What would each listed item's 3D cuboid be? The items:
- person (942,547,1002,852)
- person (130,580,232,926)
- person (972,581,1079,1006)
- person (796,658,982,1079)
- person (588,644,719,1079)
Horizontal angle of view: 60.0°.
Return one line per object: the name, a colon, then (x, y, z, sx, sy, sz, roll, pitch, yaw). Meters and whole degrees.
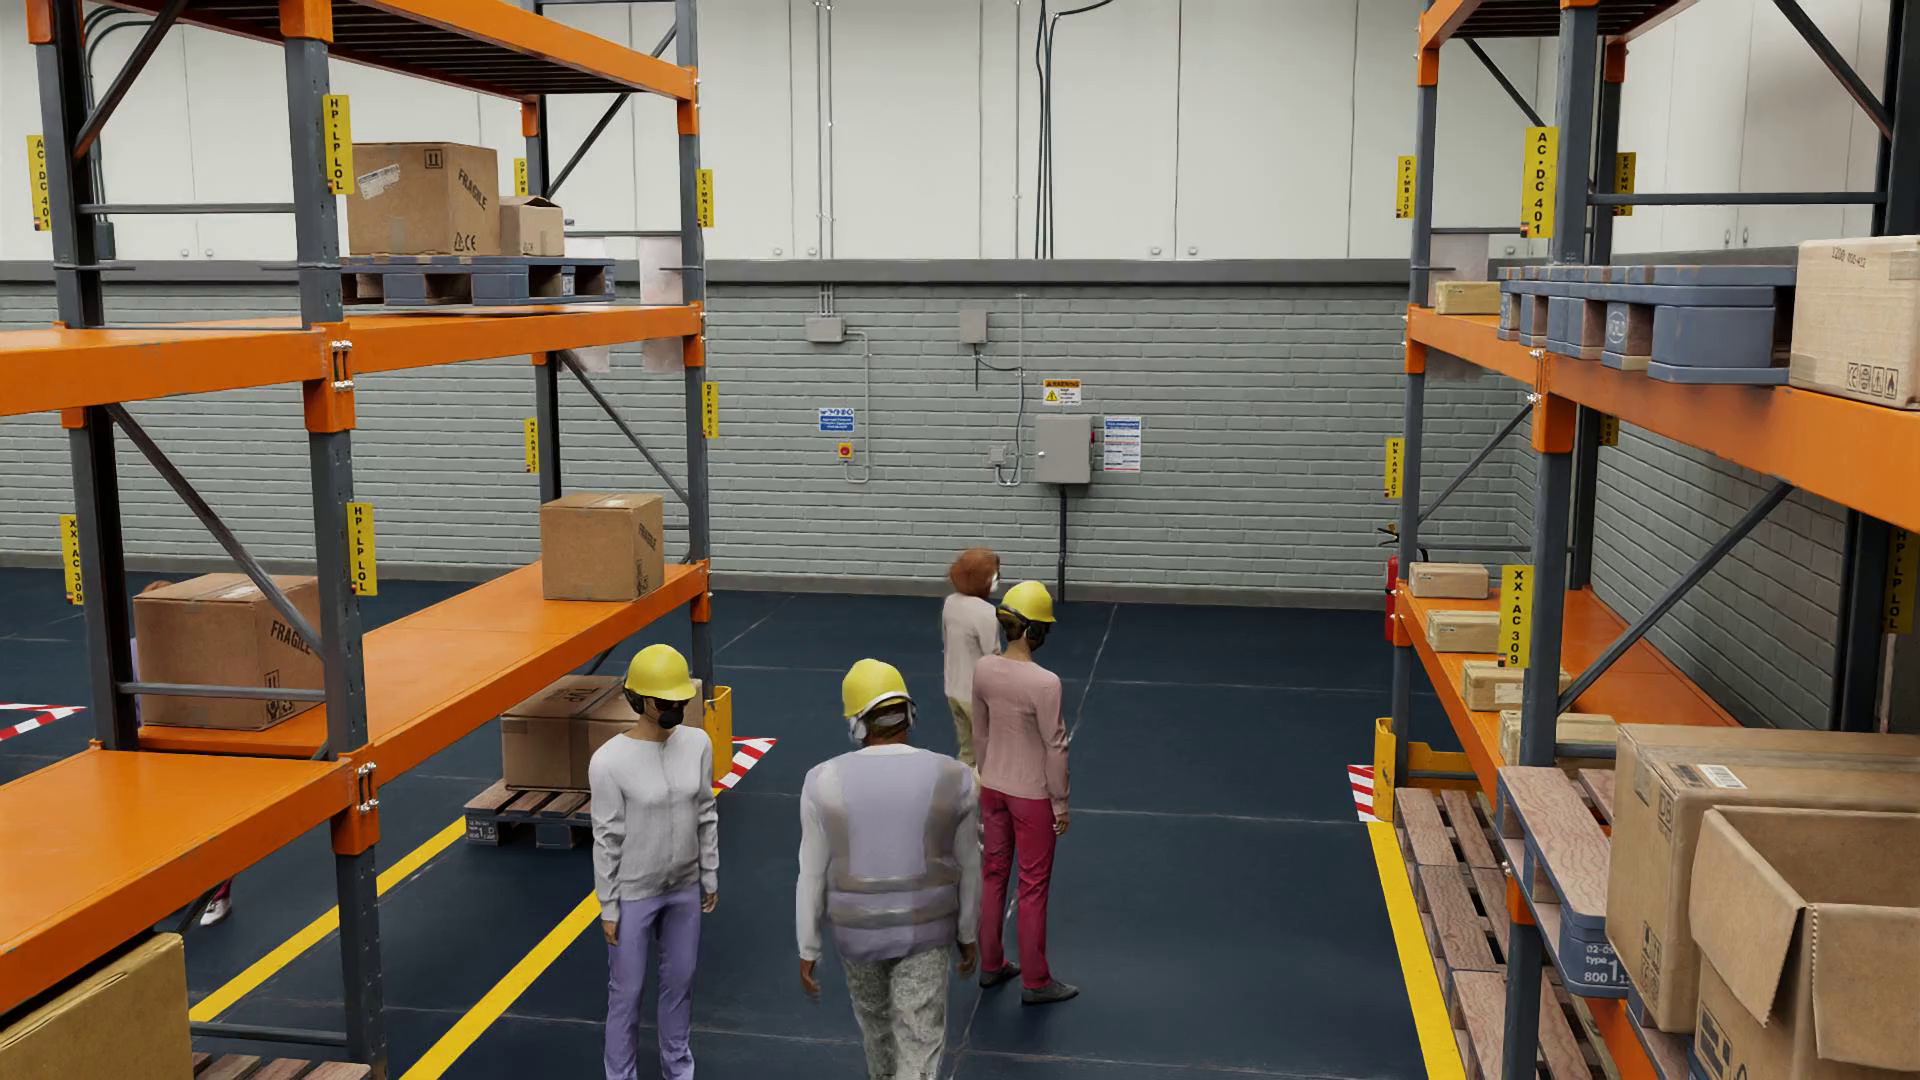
person: (0.059, 0.829, 8.683, 0.390, 1.620, 0.557, -5, 11, -29)
person: (-3.629, 0.984, 7.710, 0.500, 1.629, 0.288, 2, 9, 12)
person: (0.266, 1.044, 6.921, 0.319, 1.763, 0.522, -8, 12, -41)
person: (-0.228, 1.284, 5.434, 0.608, 1.778, 0.902, 0, 9, 1)
person: (-1.051, 1.222, 5.836, 0.340, 1.757, 0.518, 9, 13, 44)
